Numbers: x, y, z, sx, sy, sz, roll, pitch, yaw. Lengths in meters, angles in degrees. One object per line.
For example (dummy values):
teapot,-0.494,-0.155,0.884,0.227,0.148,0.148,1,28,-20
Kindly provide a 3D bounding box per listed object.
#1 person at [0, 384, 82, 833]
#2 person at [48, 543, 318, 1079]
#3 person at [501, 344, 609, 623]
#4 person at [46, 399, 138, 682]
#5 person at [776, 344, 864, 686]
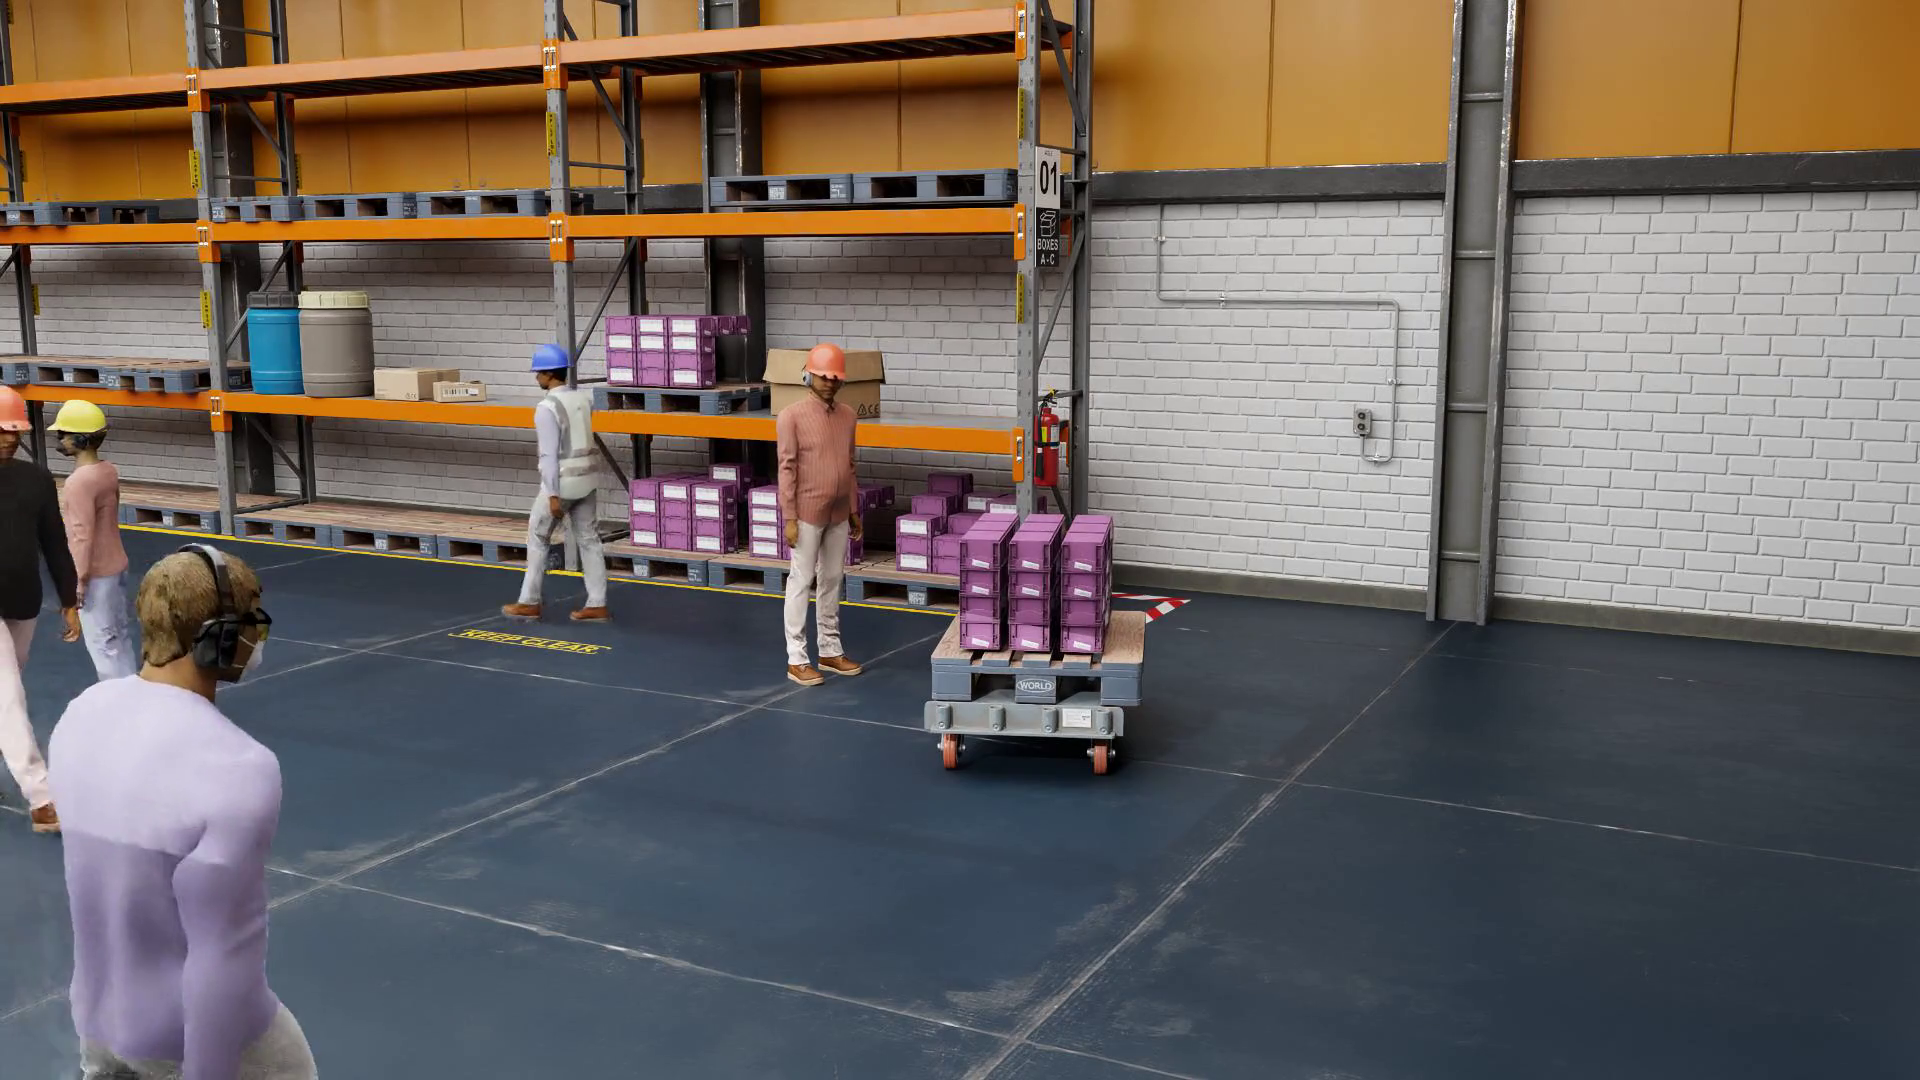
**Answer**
person,-4.190,0.281,7.281,1.058,1.927,0.626,5,10,26
person,-1.574,0.958,3.208,0.629,1.902,0.936,5,10,28
person,-2.795,-0.375,11.378,0.872,1.909,0.610,4,10,23
person,-4.373,0.177,8.395,0.305,1.772,0.527,-2,9,-11
person,-0.807,-0.156,9.772,0.392,1.988,0.608,8,12,41
